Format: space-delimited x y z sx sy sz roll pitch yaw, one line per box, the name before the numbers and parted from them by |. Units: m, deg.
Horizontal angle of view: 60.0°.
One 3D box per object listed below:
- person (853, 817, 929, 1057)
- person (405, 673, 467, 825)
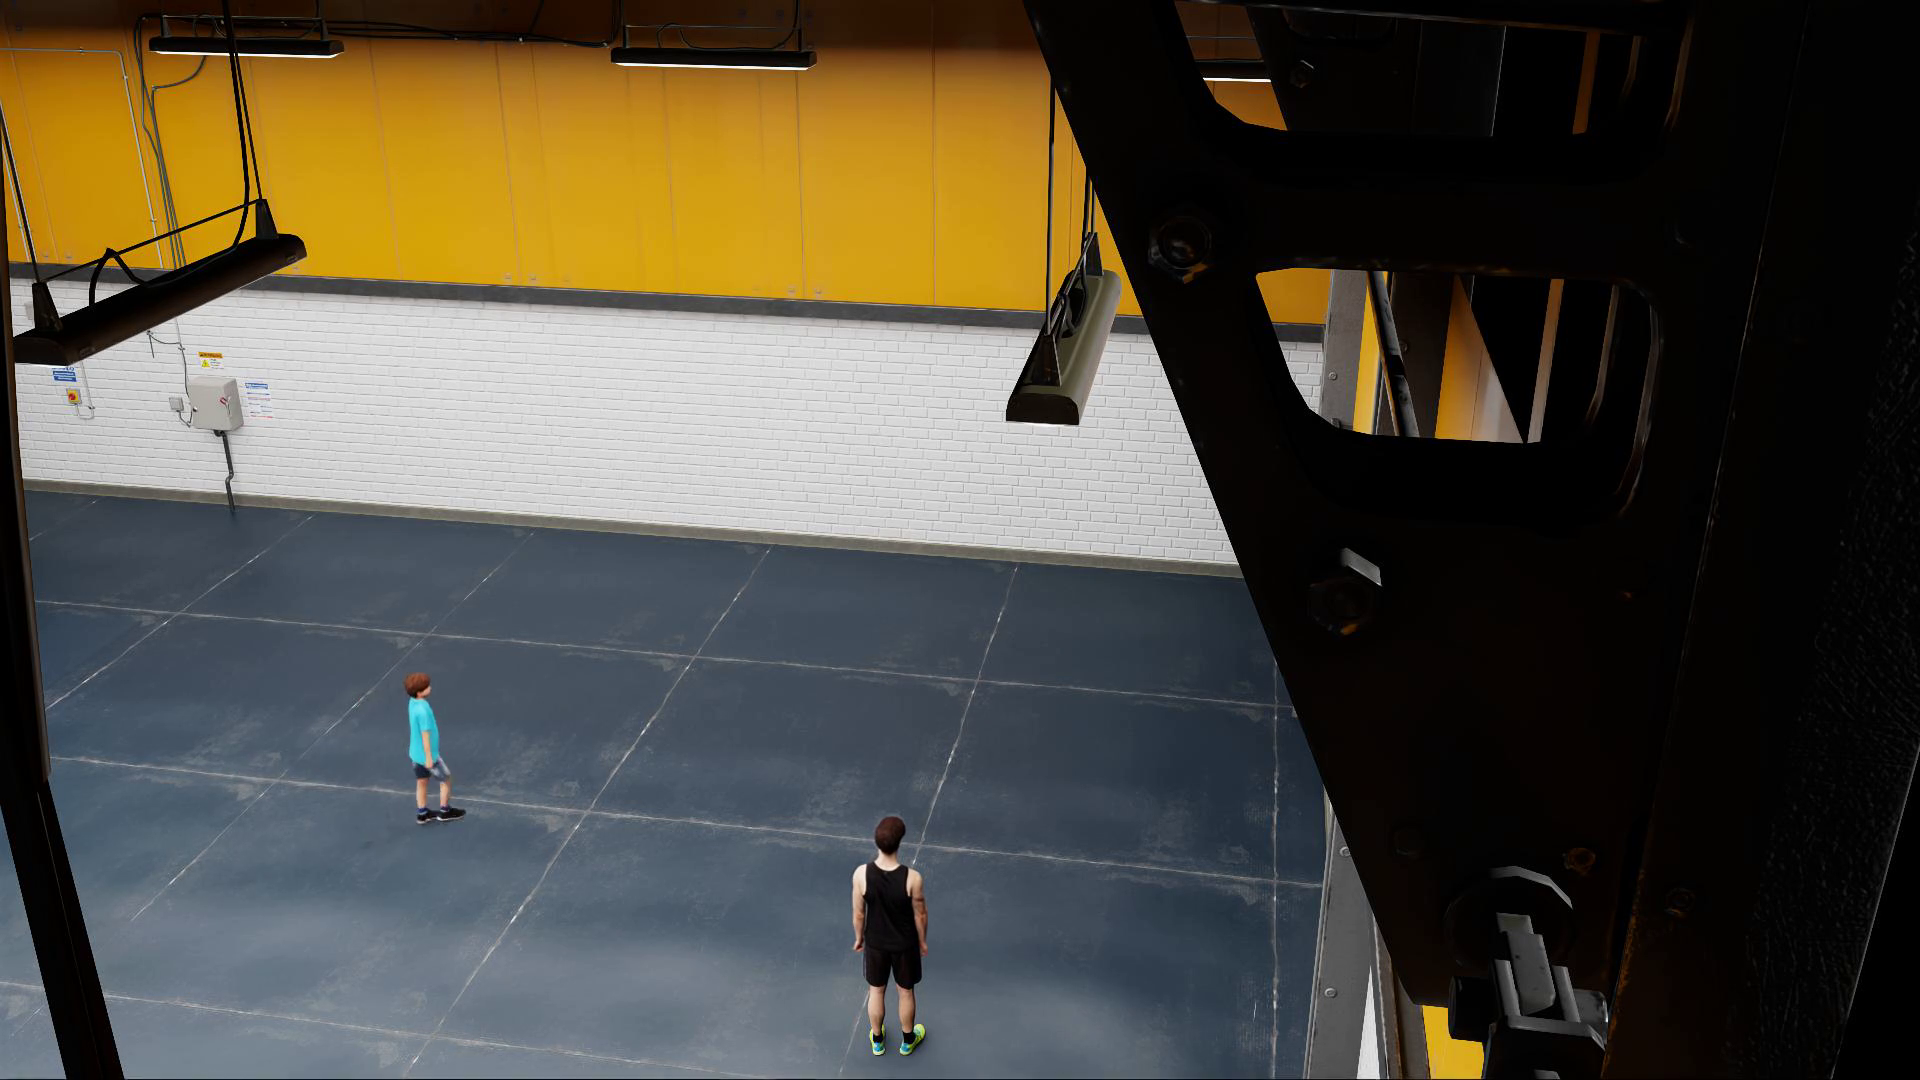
person | -0.480 2.764 11.538 0.690 1.892 0.593 2 24 5
person | -4.660 1.813 14.278 0.759 1.441 0.699 -15 28 -31
